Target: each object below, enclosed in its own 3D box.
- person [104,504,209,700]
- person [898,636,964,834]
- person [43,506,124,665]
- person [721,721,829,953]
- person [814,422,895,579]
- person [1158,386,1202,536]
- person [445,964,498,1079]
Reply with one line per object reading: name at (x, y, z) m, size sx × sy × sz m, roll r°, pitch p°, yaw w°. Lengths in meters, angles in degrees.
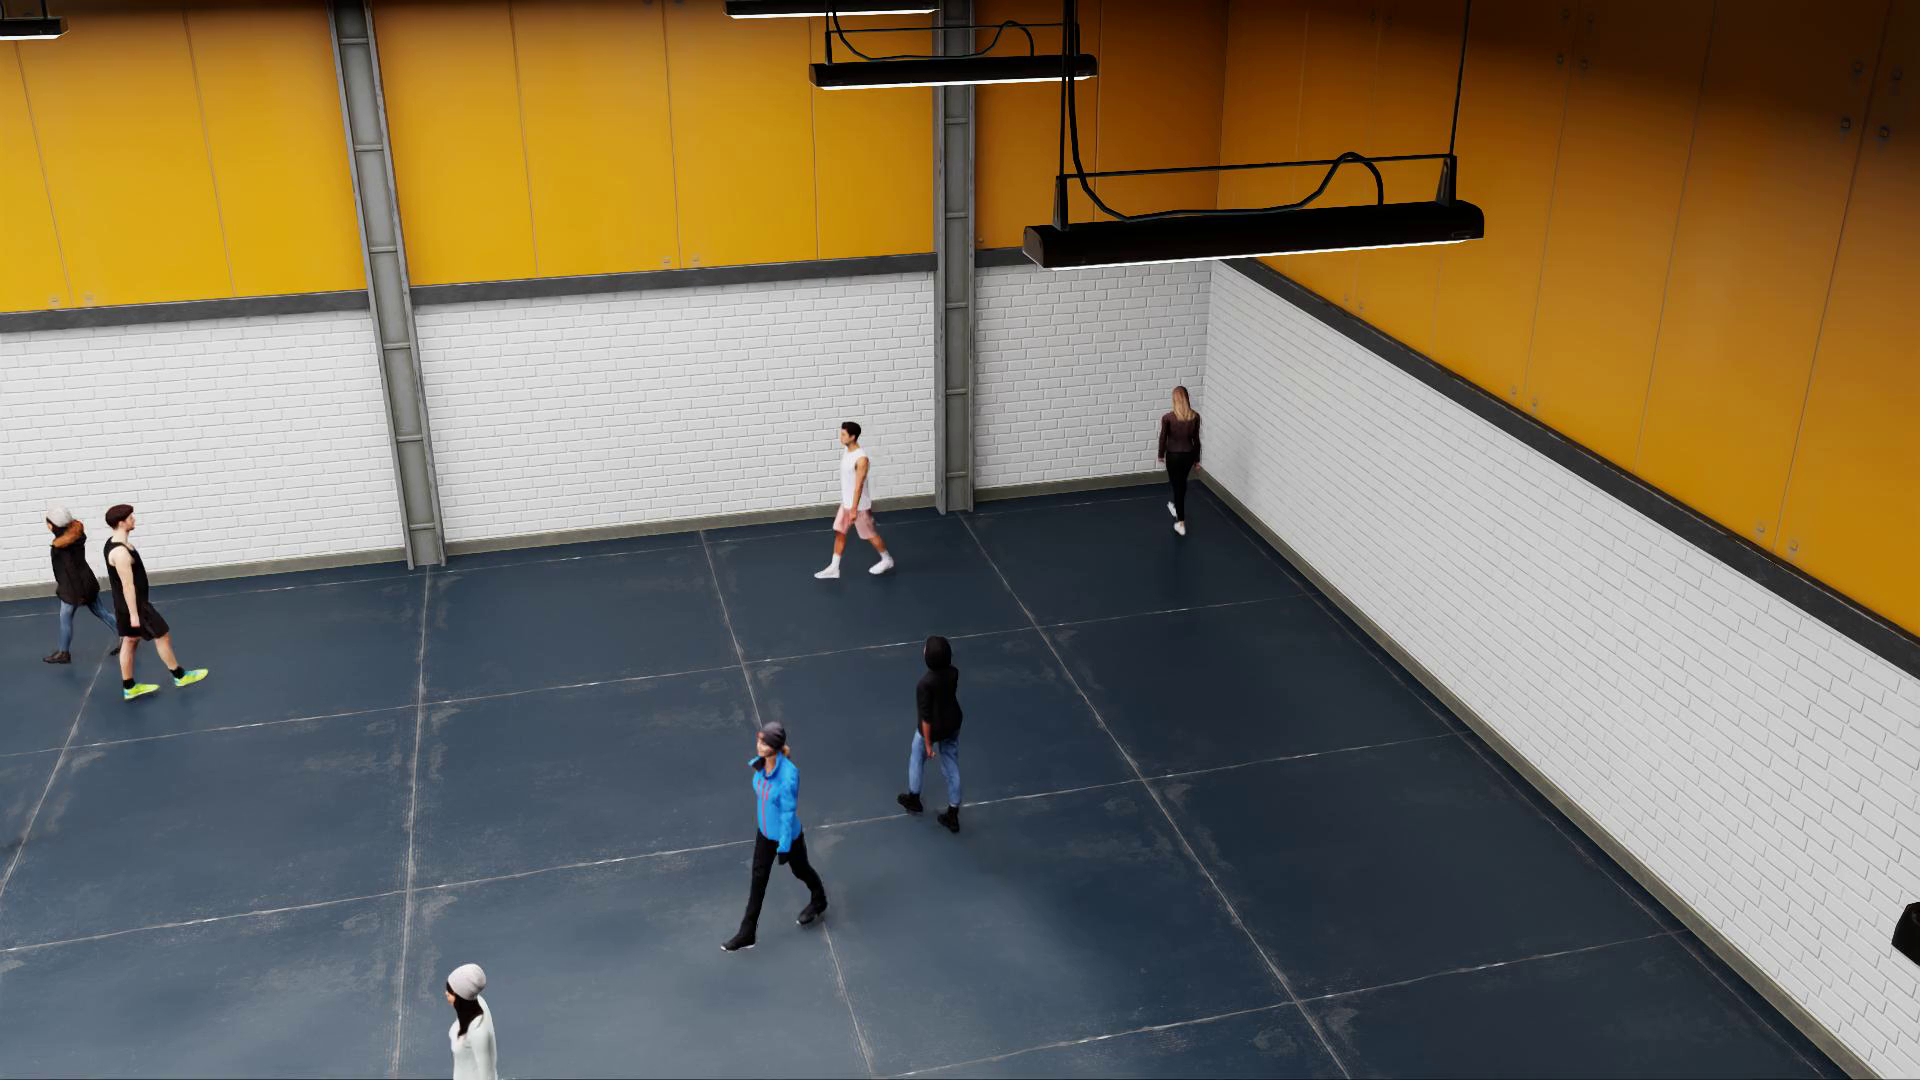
person at (-7.629, 0.602, 15.157) m, size 1.087 × 1.865 × 0.935 m, roll -17°, pitch 29°, yaw -34°
person at (-0.108, 1.565, 13.186) m, size 0.907 × 1.681 × 0.830 m, roll -16°, pitch 28°, yaw -33°
person at (-8.337, 0.433, 15.878) m, size 1.064 × 1.599 × 0.697 m, roll -4°, pitch 24°, yaw -9°
person at (-1.207, 2.094, 11.895) m, size 1.235 × 1.745 × 0.972 m, roll -19°, pitch 30°, yaw -37°
person at (-1.012, -0.400, 17.601) m, size 1.163 × 1.745 × 0.773 m, roll -10°, pitch 25°, yaw -21°
person at (2.503, -0.864, 18.750) m, size 0.860 × 1.674 × 0.660 m, roll -6°, pitch 24°, yaw -14°
person at (-2.727, 3.140, 9.643) m, size 0.810 × 1.632 × 0.603 m, roll -8°, pitch 25°, yaw -18°
